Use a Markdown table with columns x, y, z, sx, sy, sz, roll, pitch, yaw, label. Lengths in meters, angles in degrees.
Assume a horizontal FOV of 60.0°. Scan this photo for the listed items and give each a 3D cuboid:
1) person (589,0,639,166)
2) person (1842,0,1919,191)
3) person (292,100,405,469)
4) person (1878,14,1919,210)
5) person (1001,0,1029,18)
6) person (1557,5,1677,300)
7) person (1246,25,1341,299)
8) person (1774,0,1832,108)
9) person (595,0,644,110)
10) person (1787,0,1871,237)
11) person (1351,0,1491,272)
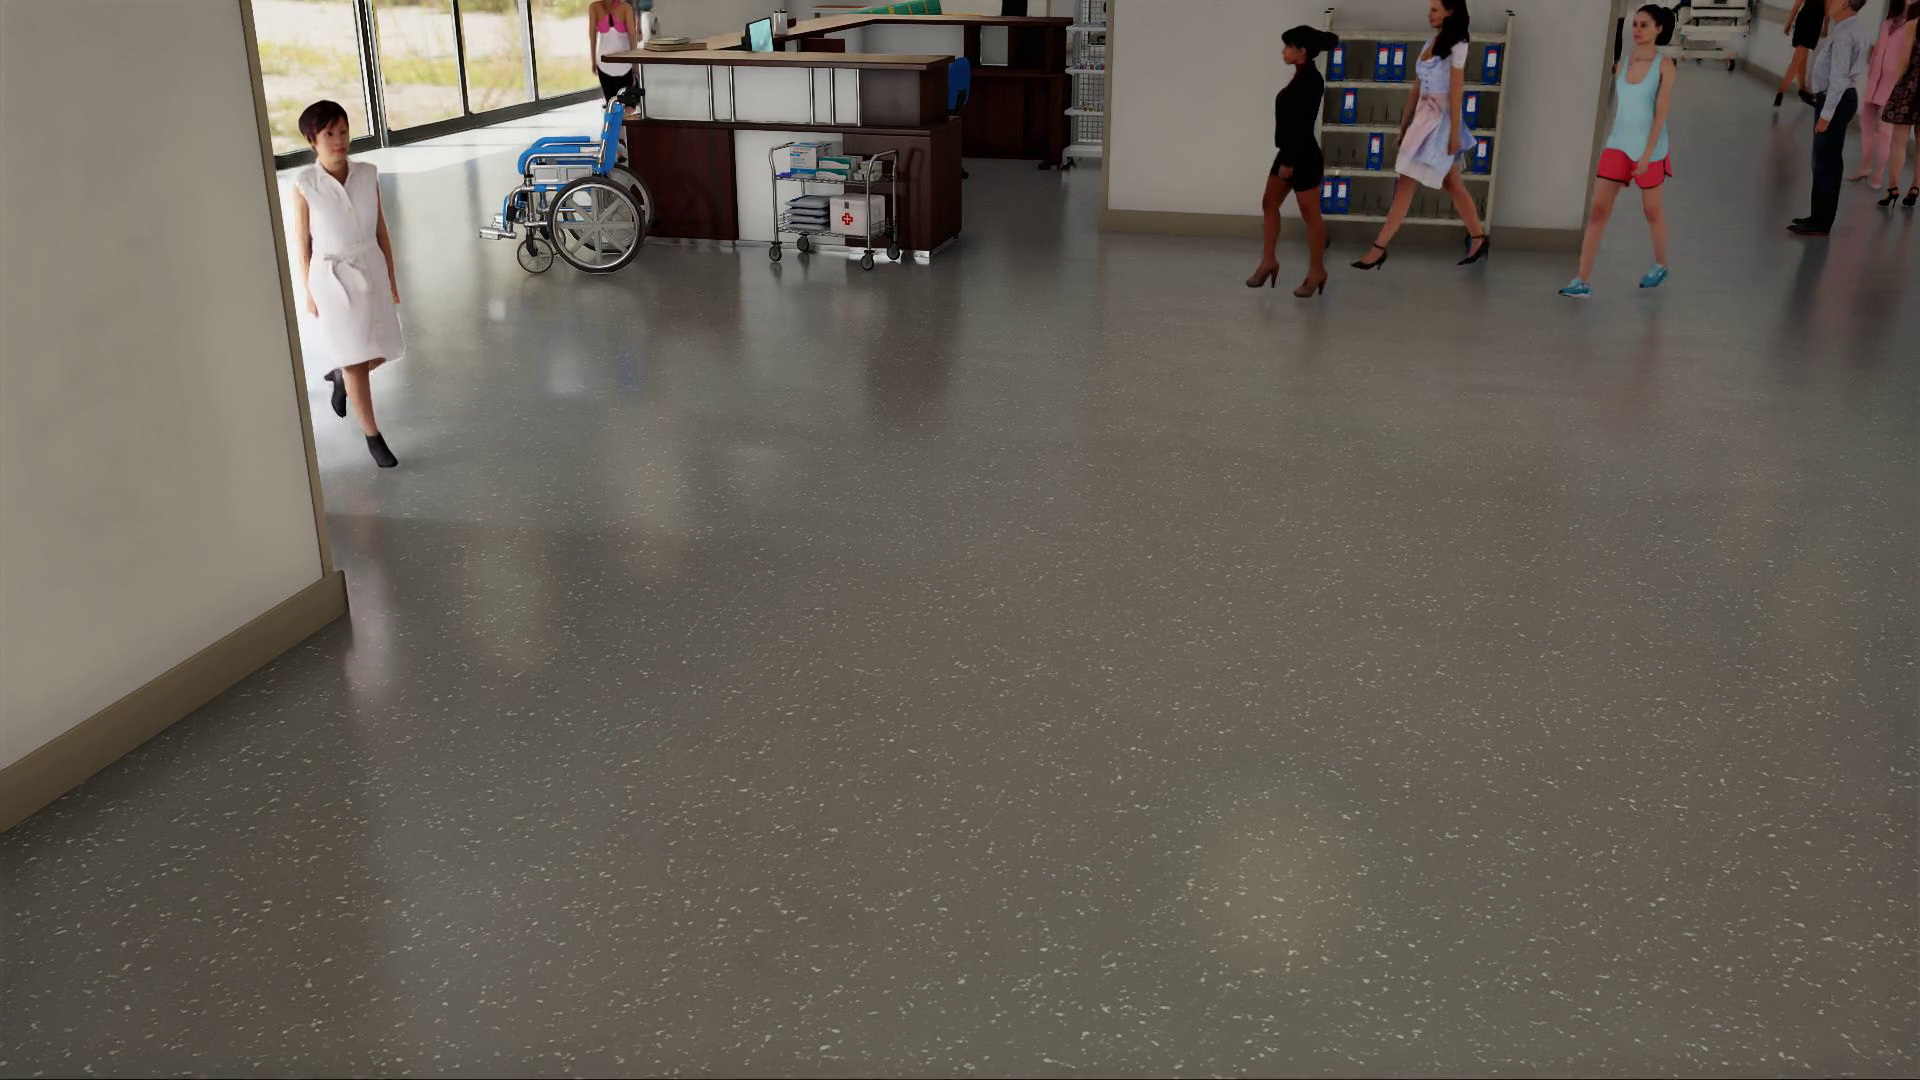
| x | y | z | sx | sy | sz | roll | pitch | yaw | label |
| --- | --- | --- | --- | --- | --- | --- | --- | --- | --- |
| -3.221 | -4.366 | 15.446 | 0.733 | 1.778 | 0.772 | 0 | 21 | 0 | person |
| 7.917 | -3.884 | 14.179 | 0.785 | 1.775 | 0.824 | -3 | 21 | -7 | person |
| -2.636 | -1.092 | 7.142 | 0.832 | 1.539 | 0.974 | -18 | 27 | -39 | person |
| 7.696 | -3.577 | 13.368 | 0.682 | 1.774 | 0.787 | 1 | 21 | 2 | person |
| 0.813 | -7.780 | 24.666 | 0.695 | 1.633 | 0.795 | 18 | 27 | 39 | person |
| 4.160 | -2.304 | 10.090 | 1.152 | 1.716 | 1.203 | -14 | 25 | -33 | person |
| 2.161 | -2.290 | 10.183 | 0.778 | 1.623 | 0.688 | -1 | 21 | -3 | person |
| 10.116 | -6.061 | 19.920 | 1.084 | 1.779 | 1.079 | -18 | 27 | -39 | person |
| -3.994 | -6.020 | 19.705 | 1.206 | 1.855 | 0.899 | 10 | 23 | 24 | person |
| 6.446 | -3.185 | 12.269 | 0.693 | 1.820 | 0.722 | 15 | 25 | 34 | person |
| 3.156 | -2.580 | 10.757 | 1.280 | 1.760 | 0.988 | -4 | 21 | -10 | person |
